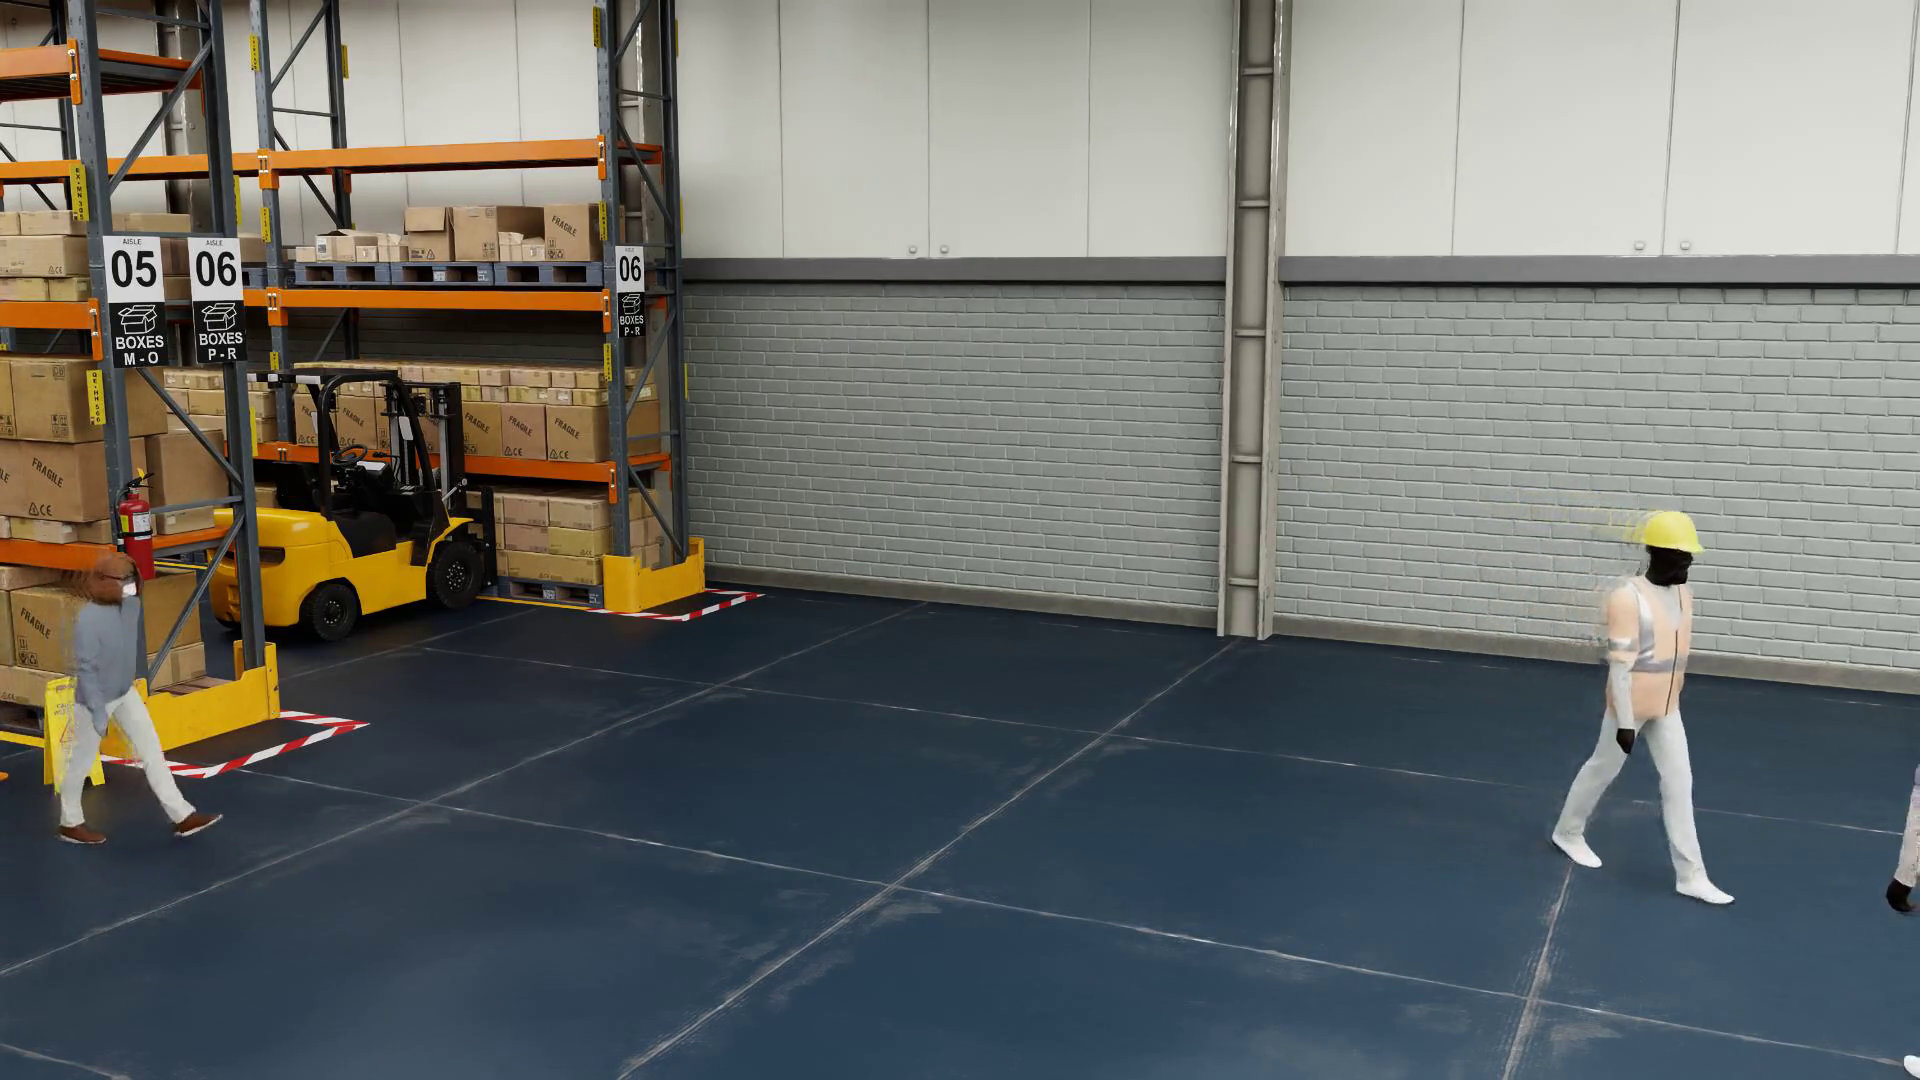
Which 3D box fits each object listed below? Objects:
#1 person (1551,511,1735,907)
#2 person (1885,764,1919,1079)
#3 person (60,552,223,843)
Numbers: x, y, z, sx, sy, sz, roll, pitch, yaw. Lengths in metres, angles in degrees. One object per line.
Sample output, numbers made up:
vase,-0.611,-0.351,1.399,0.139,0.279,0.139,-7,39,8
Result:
person,3.359,0.781,8.161,0.600,1.878,1.011,-5,11,-29
person,3.605,1.157,5.751,0.586,1.902,0.855,-1,9,-6
person,-4.372,0.840,8.661,0.916,1.570,0.522,2,9,10
